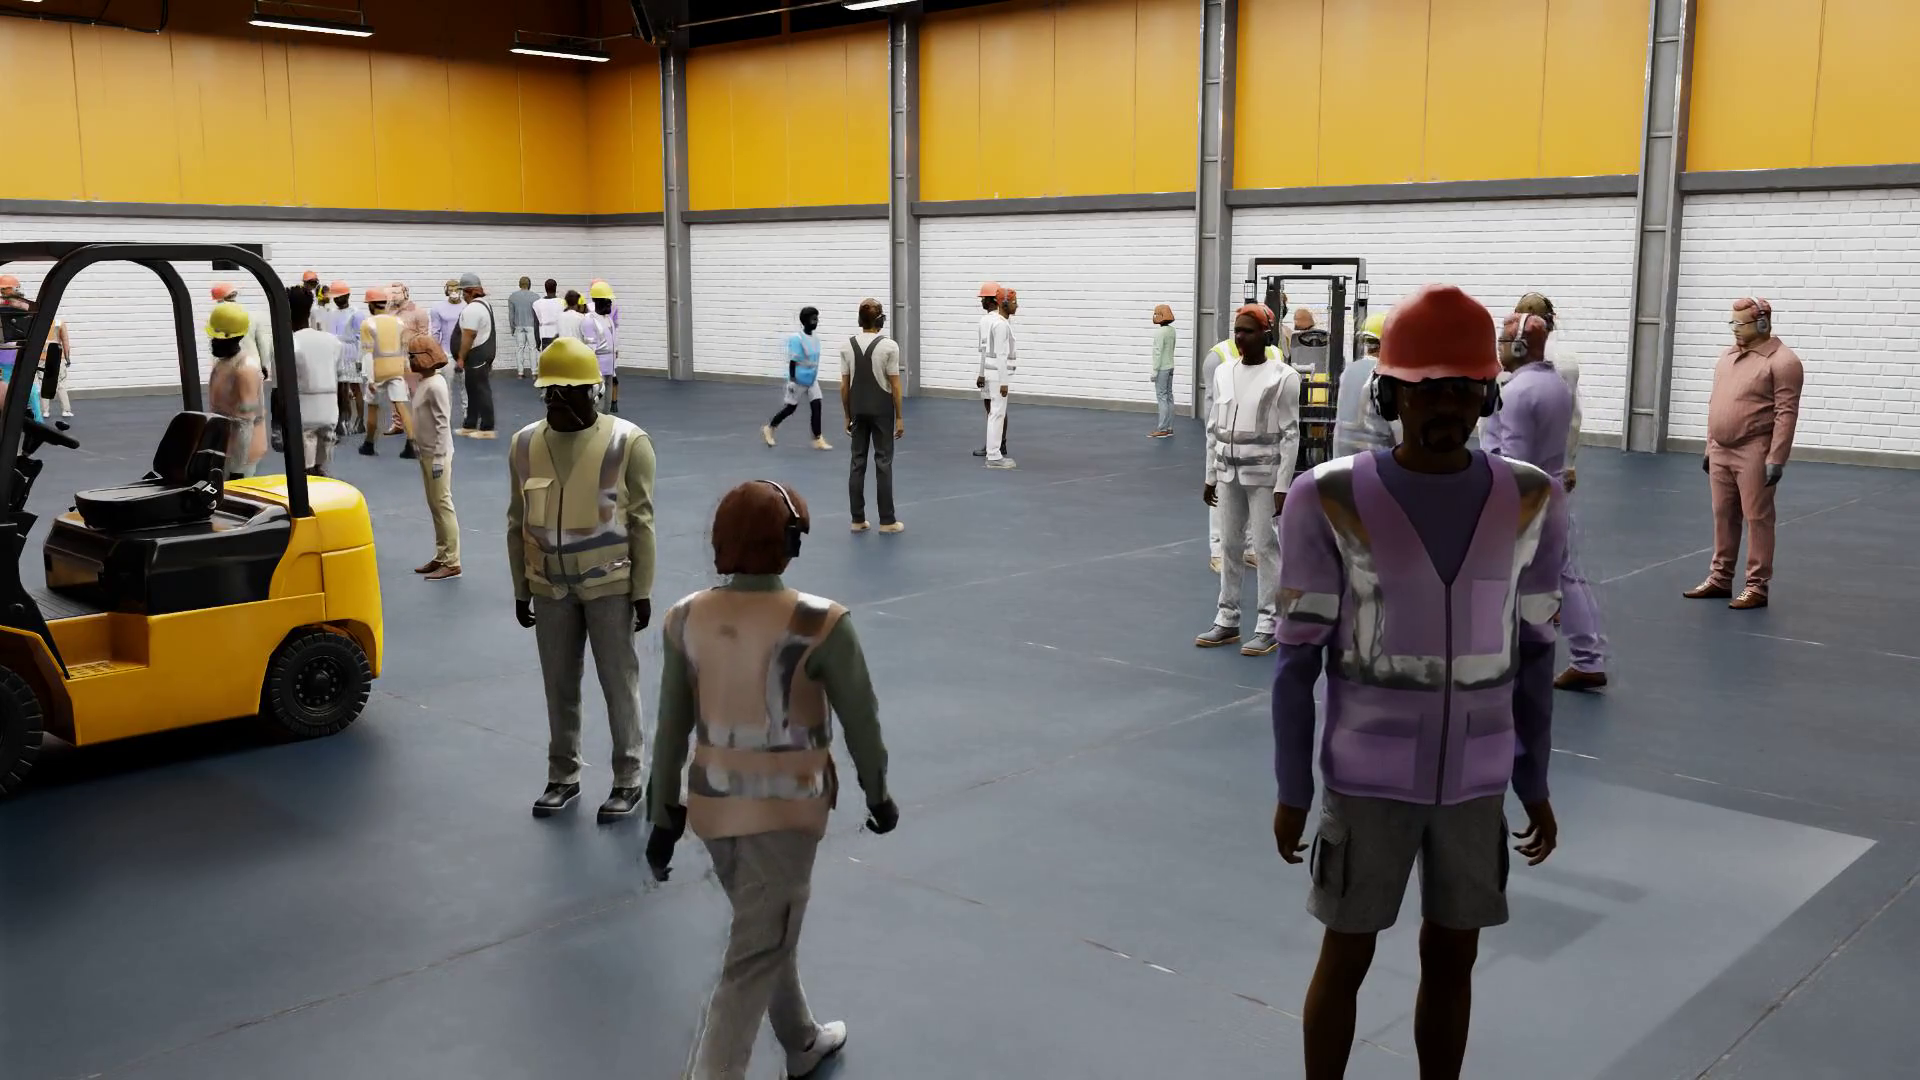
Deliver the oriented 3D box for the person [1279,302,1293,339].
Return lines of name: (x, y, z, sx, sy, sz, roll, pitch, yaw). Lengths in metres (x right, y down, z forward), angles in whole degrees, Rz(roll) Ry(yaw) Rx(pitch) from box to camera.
person: (3.447, -1.764, 18.163, 0.328, 1.769, 0.526, 8, 12, 39)

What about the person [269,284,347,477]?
person: (-4.764, -0.874, 12.119, 0.418, 1.953, 0.631, 5, 10, 26)

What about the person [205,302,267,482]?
person: (-4.532, -0.557, 10.458, 0.395, 1.867, 0.706, -7, 11, -35)

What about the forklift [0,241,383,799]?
forklift: (-3.706, -0.171, 7.093, 1.214, 2.155, 2.313, 9, 13, 43)

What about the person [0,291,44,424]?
person: (-11.440, -2.109, 20.135, 0.868, 1.816, 0.586, 6, 11, 35)

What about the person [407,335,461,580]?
person: (-3.530, -0.551, 11.133, 0.265, 1.632, 0.507, -5, 10, -28)

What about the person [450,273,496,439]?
person: (-5.972, -2.249, 20.300, 0.591, 2.000, 0.691, -1, 9, -3)

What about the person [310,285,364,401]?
person: (-9.845, -3.025, 25.765, 0.993, 1.815, 0.537, 0, 9, 2)

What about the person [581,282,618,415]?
person: (-3.910, -1.851, 18.211, 0.369, 1.927, 0.589, 2, 9, 10)

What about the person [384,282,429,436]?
person: (-6.939, -2.250, 20.717, 0.651, 1.907, 0.409, 2, 9, 12)

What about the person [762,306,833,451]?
person: (-1.879, -1.851, 19.022, 0.832, 1.660, 0.541, 5, 11, 30)

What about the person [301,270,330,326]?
person: (-11.065, -3.579, 28.452, 0.374, 2.043, 0.614, 5, 11, 30)

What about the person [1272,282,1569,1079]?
person: (0.967, 0.491, 3.496, 0.615, 2.041, 0.387, -1, 9, -4)

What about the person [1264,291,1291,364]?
person: (3.327, -1.721, 17.674, 0.429, 1.844, 0.627, 2, 9, 9)

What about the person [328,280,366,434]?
person: (-7.732, -2.292, 20.907, 0.542, 1.929, 0.373, 4, 10, 25)

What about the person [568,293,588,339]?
person: (-5.203, -2.502, 22.762, 0.294, 1.744, 0.487, 6, 11, 34)

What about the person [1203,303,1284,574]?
person: (1.959, -0.692, 11.373, 0.623, 1.841, 0.430, -4, 10, -24)

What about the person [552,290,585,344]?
person: (-5.038, -2.347, 21.641, 0.606, 1.814, 0.985, 4, 10, 24)

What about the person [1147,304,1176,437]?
person: (2.501, -2.083, 20.531, 0.285, 1.633, 0.499, 5, 11, 29)

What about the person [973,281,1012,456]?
person: (0.346, -1.888, 18.402, 0.354, 1.939, 0.544, 5, 10, 27)

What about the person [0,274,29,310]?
person: (-13.076, -2.667, 22.997, 0.612, 1.997, 0.376, 4, 10, 25)

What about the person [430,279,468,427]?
person: (-6.628, -2.461, 21.916, 0.628, 1.939, 0.374, -4, 10, -23)

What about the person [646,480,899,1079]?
person: (-0.480, 0.657, 3.884, 0.507, 1.586, 0.911, 5, 11, 30)

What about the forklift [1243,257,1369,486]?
forklift: (3.309, -1.629, 16.029, 1.214, 2.155, 2.313, 2, 9, 11)

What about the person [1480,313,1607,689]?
person: (2.773, -0.187, 8.240, 1.018, 1.860, 0.660, 8, 12, 42)

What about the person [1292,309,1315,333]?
person: (3.907, -1.869, 19.327, 0.801, 1.599, 0.513, 2, 9, 12)

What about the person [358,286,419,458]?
person: (-6.317, -1.840, 18.265, 0.992, 1.893, 0.544, 9, 13, 43)

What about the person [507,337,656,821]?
person: (-1.427, 0.153, 6.258, 0.586, 1.824, 0.404, 2, 9, 10)

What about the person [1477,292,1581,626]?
person: (3.292, -0.460, 9.647, 0.372, 1.940, 0.631, -8, 12, -40)

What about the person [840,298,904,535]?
person: (-0.682, -0.958, 12.986, 0.507, 1.846, 0.345, 3, 10, 20)

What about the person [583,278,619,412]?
person: (-5.172, -2.787, 23.916, 0.549, 1.936, 0.376, -7, 12, -38)

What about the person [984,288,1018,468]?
person: (0.429, -1.683, 17.356, 0.353, 1.877, 0.571, 0, 9, -2)

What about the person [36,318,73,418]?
person: (-12.653, -2.511, 23.135, 0.511, 1.641, 0.308, -3, 10, -18)

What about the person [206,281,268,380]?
person: (-8.133, -1.950, 18.786, 0.633, 1.940, 0.969, -5, 10, -27)

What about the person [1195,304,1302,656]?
person: (1.553, -0.324, 8.978, 0.355, 1.885, 0.575, -9, 13, -43)

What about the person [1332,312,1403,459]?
person: (2.570, -0.477, 10.148, 0.672, 1.810, 0.590, -2, 9, -12)

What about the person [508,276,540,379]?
person: (-8.150, -3.982, 31.245, 0.635, 1.936, 0.352, 1, 9, 6)

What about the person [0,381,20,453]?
person: (-5.645, -0.352, 9.522, 0.332, 1.763, 0.527, 9, 13, 42)

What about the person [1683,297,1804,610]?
person: (4.796, -0.531, 10.199, 0.407, 1.902, 0.639, -3, 10, -17)

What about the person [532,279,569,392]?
person: (-6.501, -3.198, 26.524, 0.587, 1.911, 0.398, 1, 9, 4)
